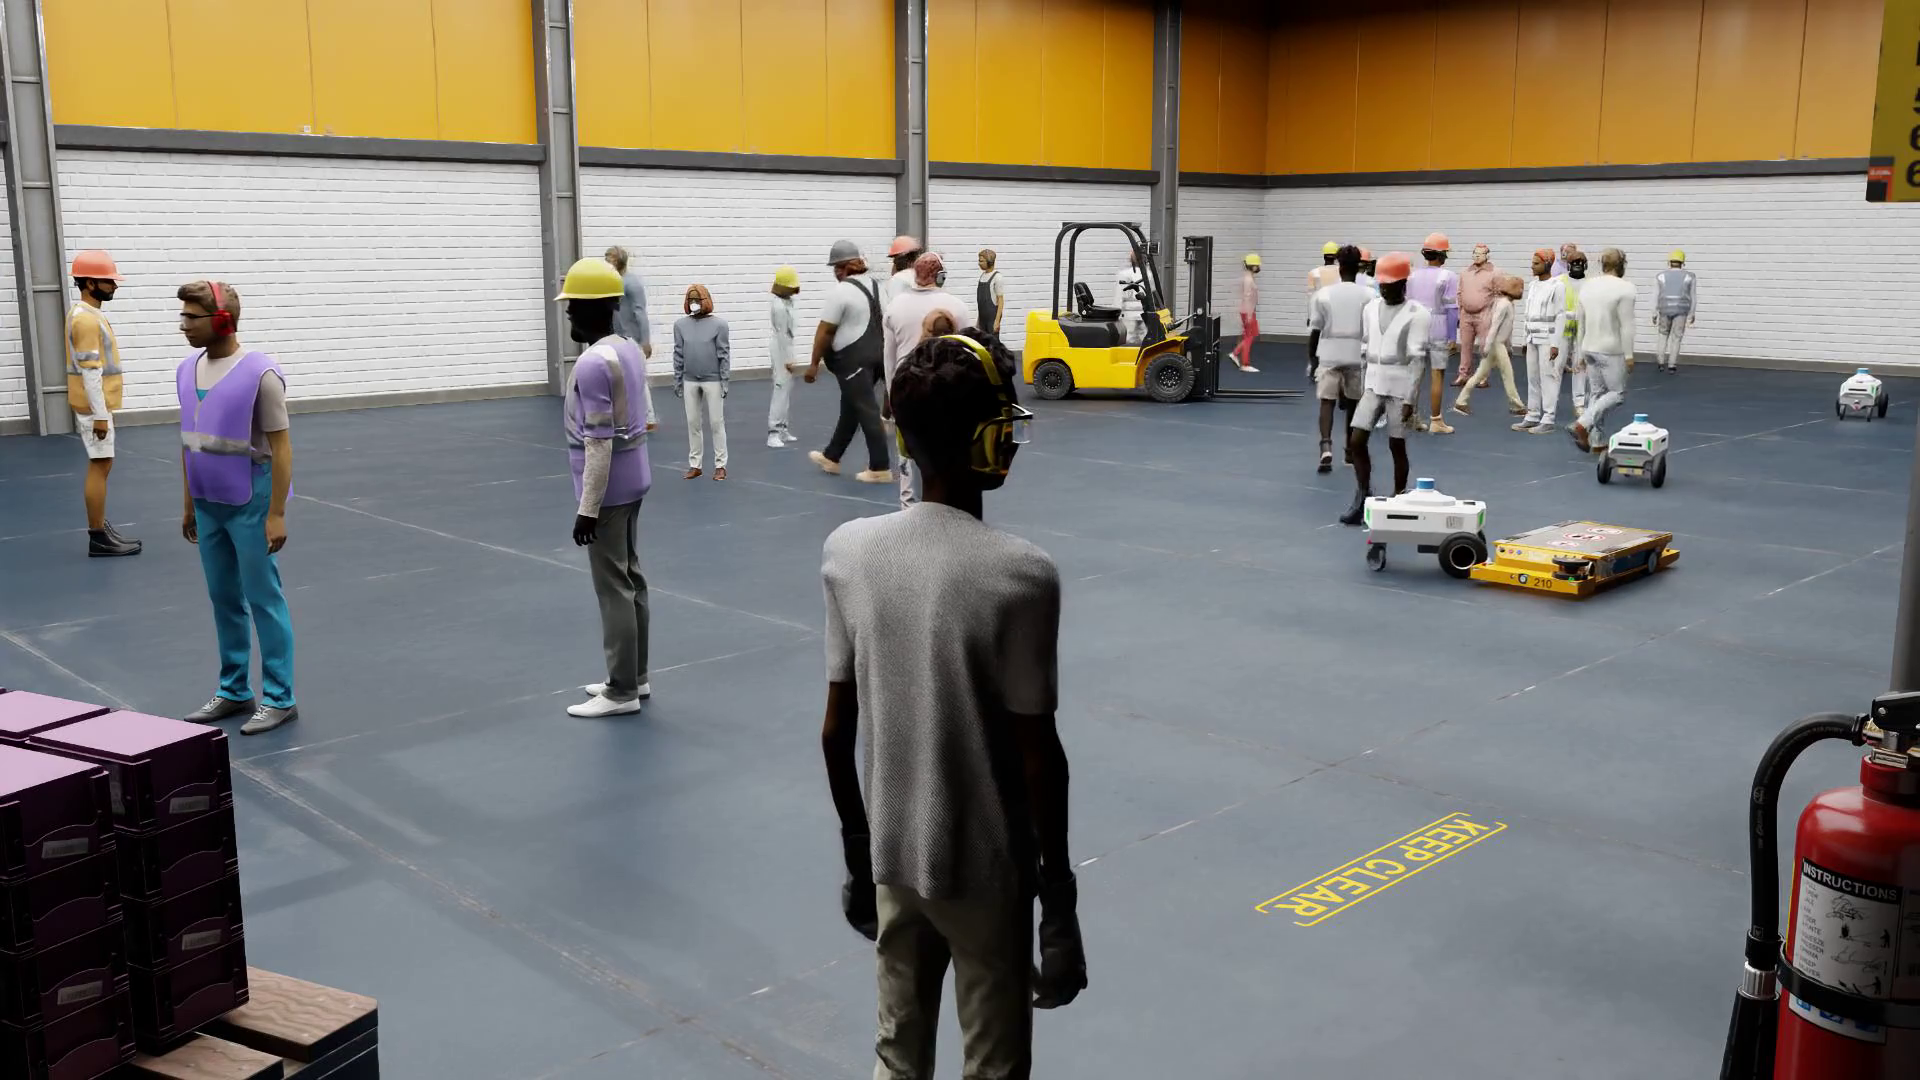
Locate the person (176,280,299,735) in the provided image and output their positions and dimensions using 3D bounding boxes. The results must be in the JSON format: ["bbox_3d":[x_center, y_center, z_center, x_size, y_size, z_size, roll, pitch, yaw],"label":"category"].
[{"bbox_3d":[-2.957,-0.134,6.811,0.575,1.842,0.375,5,12,27],"label":"person"}]

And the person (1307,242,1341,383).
[{"bbox_3d":[5.046,-3.111,22.818,0.588,1.927,0.370,0,10,0],"label":"person"}]

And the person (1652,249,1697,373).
[{"bbox_3d":[10.571,-3.382,24.606,0.602,1.822,0.515,6,12,30],"label":"person"}]

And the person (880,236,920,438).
[{"bbox_3d":[-0.600,-1.995,16.505,0.922,2.005,0.646,7,13,35],"label":"person"}]

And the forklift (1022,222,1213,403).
[{"bbox_3d":[1.935,-2.847,20.651,2.313,2.155,1.214,2,11,13],"label":"forklift"}]

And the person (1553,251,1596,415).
[{"bbox_3d":[6.901,-2.319,18.737,0.623,1.844,0.429,2,11,11],"label":"person"}]

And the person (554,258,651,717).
[{"bbox_3d":[-1.499,-0.213,7.017,0.366,1.927,0.585,1,10,3],"label":"person"}]

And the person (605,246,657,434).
[{"bbox_3d":[-3.463,-1.984,16.713,0.906,1.903,0.664,-6,12,-31],"label":"person"}]

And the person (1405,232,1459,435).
[{"bbox_3d":[4.812,-2.094,16.944,0.370,2.048,0.607,-8,13,-38],"label":"person"}]

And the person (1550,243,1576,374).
[{"bbox_3d":[8.850,-3.379,24.336,0.643,1.909,0.410,-9,14,-41],"label":"person"}]

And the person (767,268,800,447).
[{"bbox_3d":[-1.689,-1.764,16.074,0.337,1.709,0.631,0,10,-1],"label":"person"}]

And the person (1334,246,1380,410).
[{"bbox_3d":[4.526,-2.414,19.083,0.547,1.910,0.822,3,11,18],"label":"person"}]

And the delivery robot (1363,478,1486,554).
[{"bbox_3d":[2.803,-0.130,10.053,0.707,0.478,0.477,3,11,16],"label":"delivery robot"}]

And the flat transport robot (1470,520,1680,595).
[{"bbox_3d":[3.687,0.085,9.912,0.652,0.197,1.431,10,14,43],"label":"flat transport robot"}]

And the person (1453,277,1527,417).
[{"bbox_3d":[6.003,-2.156,18.604,0.928,1.560,0.503,4,11,19],"label":"person"}]

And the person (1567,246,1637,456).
[{"bbox_3d":[5.826,-1.698,15.128,0.571,1.923,0.641,-4,11,-19],"label":"person"}]

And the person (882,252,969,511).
[{"bbox_3d":[-0.202,-1.028,11.515,0.643,1.910,0.400,4,11,23],"label":"person"}]

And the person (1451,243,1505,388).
[{"bbox_3d":[6.889,-2.987,22.185,0.639,1.913,0.409,10,14,43],"label":"person"}]

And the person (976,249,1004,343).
[{"bbox_3d":[0.380,-2.901,21.914,0.343,1.840,0.507,-6,12,-31],"label":"person"}]

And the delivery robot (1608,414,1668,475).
[{"bbox_3d":[5.569,-0.788,13.640,0.477,0.478,0.707,7,12,33],"label":"delivery robot"}]

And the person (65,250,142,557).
[{"bbox_3d":[-5.419,-0.856,10.518,0.382,1.933,0.543,-5,12,-25],"label":"person"}]

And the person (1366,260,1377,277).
[{"bbox_3d":[6.339,-3.466,25.512,0.857,1.652,0.540,-4,11,-20],"label":"person"}]

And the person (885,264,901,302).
[{"bbox_3d":[-0.892,-3.239,24.307,0.523,1.636,0.310,9,13,39],"label":"person"}]

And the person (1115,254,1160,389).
[{"bbox_3d":[2.314,-2.918,21.971,0.691,1.854,0.436,-2,11,-11],"label":"person"}]

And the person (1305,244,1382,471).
[{"bbox_3d":[3.300,-1.563,14.334,0.645,1.958,0.683,3,11,14],"label":"person"}]

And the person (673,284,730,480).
[{"bbox_3d":[-2.138,-1.302,13.785,0.501,1.626,0.282,3,11,14],"label":"person"}]

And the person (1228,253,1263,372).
[{"bbox_3d":[4.277,-3.365,24.672,0.411,1.752,0.545,2,11,10],"label":"person"}]

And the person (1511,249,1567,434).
[{"bbox_3d":[5.951,-2.027,17.027,0.337,1.881,0.584,-3,11,-14],"label":"person"}]

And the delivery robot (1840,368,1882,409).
[{"bbox_3d":[9.961,-1.658,18.382,0.477,0.478,0.707,7,13,33],"label":"delivery robot"}]

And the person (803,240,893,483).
[{"bbox_3d":[-0.942,-1.509,13.771,1.023,2.000,0.705,6,12,30],"label":"person"}]

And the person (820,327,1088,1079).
[{"bbox_3d":[-0.004,0.579,2.849,0.518,1.874,0.327,8,13,37],"label":"person"}]

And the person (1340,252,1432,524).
[{"bbox_3d":[2.944,-1.023,11.496,0.674,1.905,0.565,-9,14,-40],"label":"person"}]

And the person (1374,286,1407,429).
[{"bbox_3d":[4.511,-1.980,17.495,0.487,1.610,0.586,-9,14,-41],"label":"person"}]

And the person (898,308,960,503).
[{"bbox_3d":[-0.113,-0.506,9.464,0.508,1.623,0.357,-2,11,-9],"label":"person"}]
